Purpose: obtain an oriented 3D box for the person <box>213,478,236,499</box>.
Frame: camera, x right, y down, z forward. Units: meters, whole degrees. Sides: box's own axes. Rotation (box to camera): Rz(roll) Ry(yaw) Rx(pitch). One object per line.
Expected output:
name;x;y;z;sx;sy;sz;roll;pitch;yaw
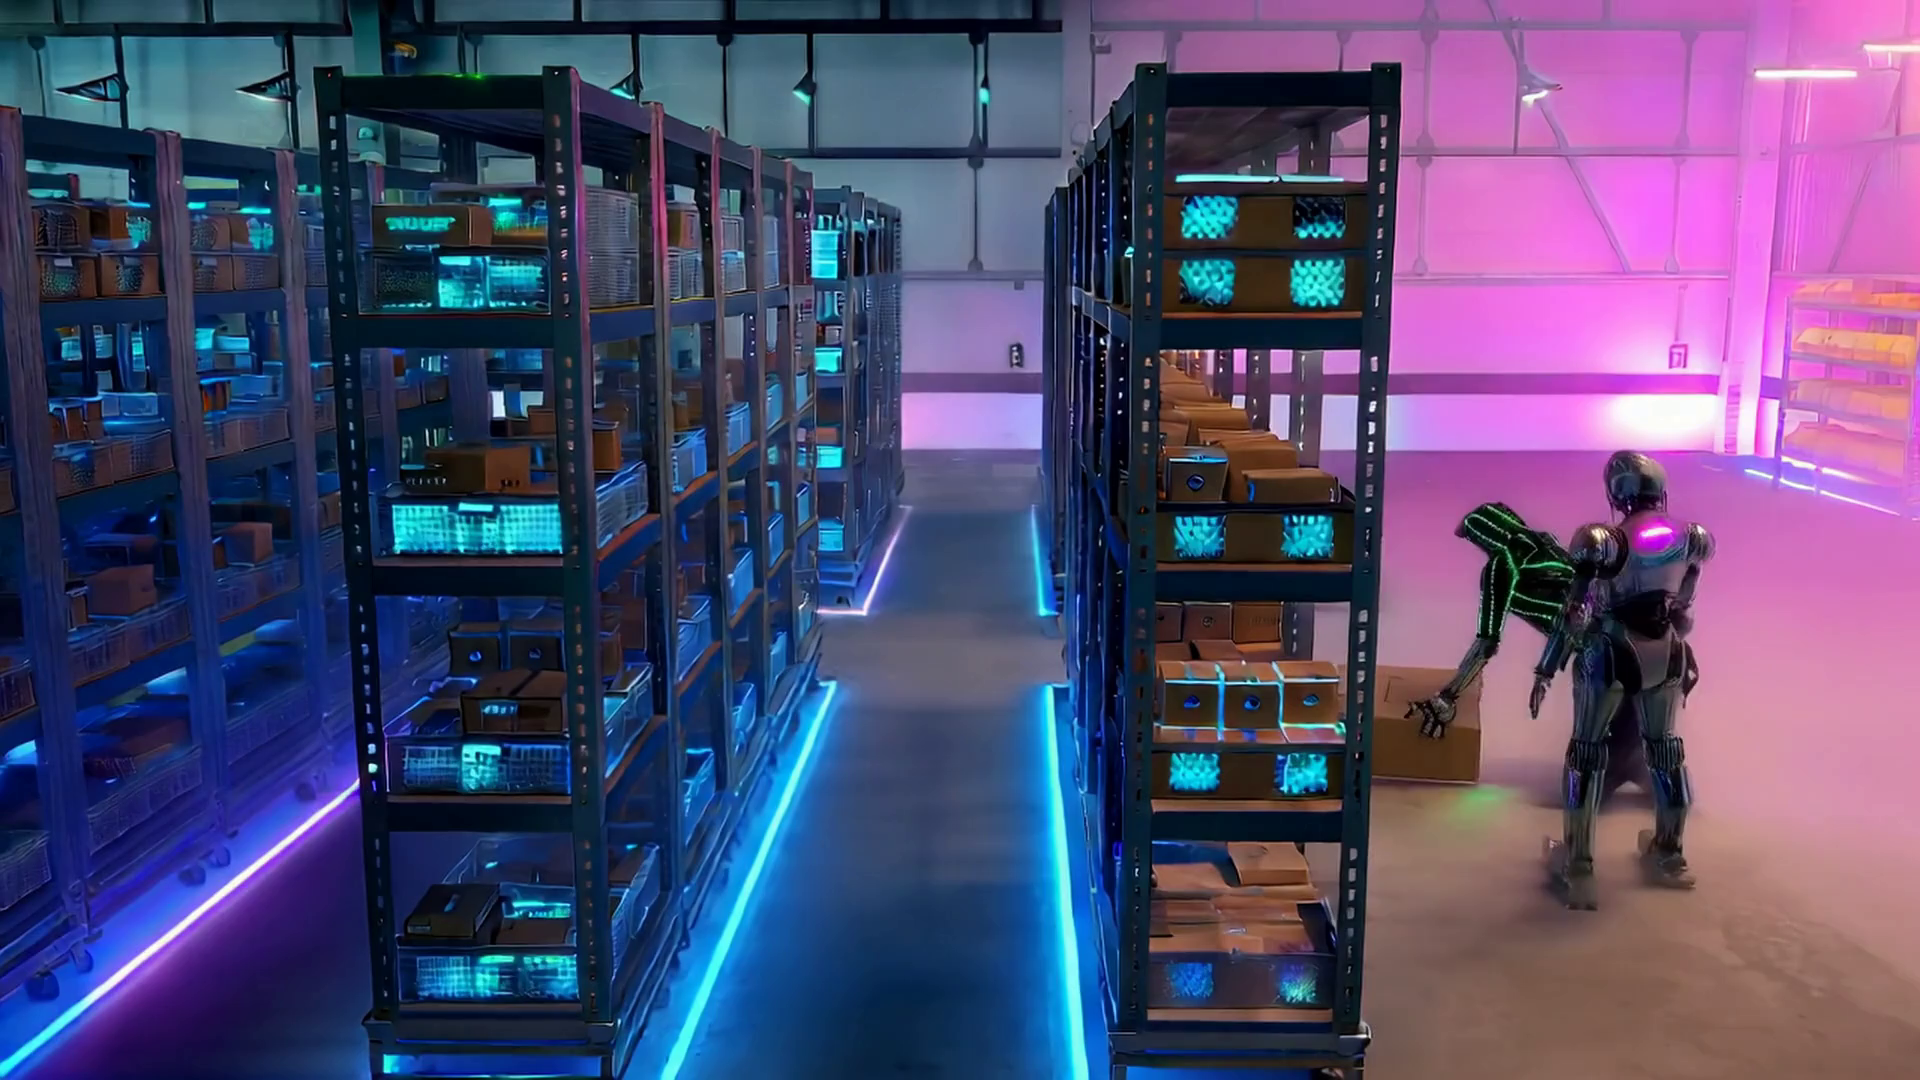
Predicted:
person;-7.499;-0.747;16.558;0.687;1.947;0.444;-6;11;-31
